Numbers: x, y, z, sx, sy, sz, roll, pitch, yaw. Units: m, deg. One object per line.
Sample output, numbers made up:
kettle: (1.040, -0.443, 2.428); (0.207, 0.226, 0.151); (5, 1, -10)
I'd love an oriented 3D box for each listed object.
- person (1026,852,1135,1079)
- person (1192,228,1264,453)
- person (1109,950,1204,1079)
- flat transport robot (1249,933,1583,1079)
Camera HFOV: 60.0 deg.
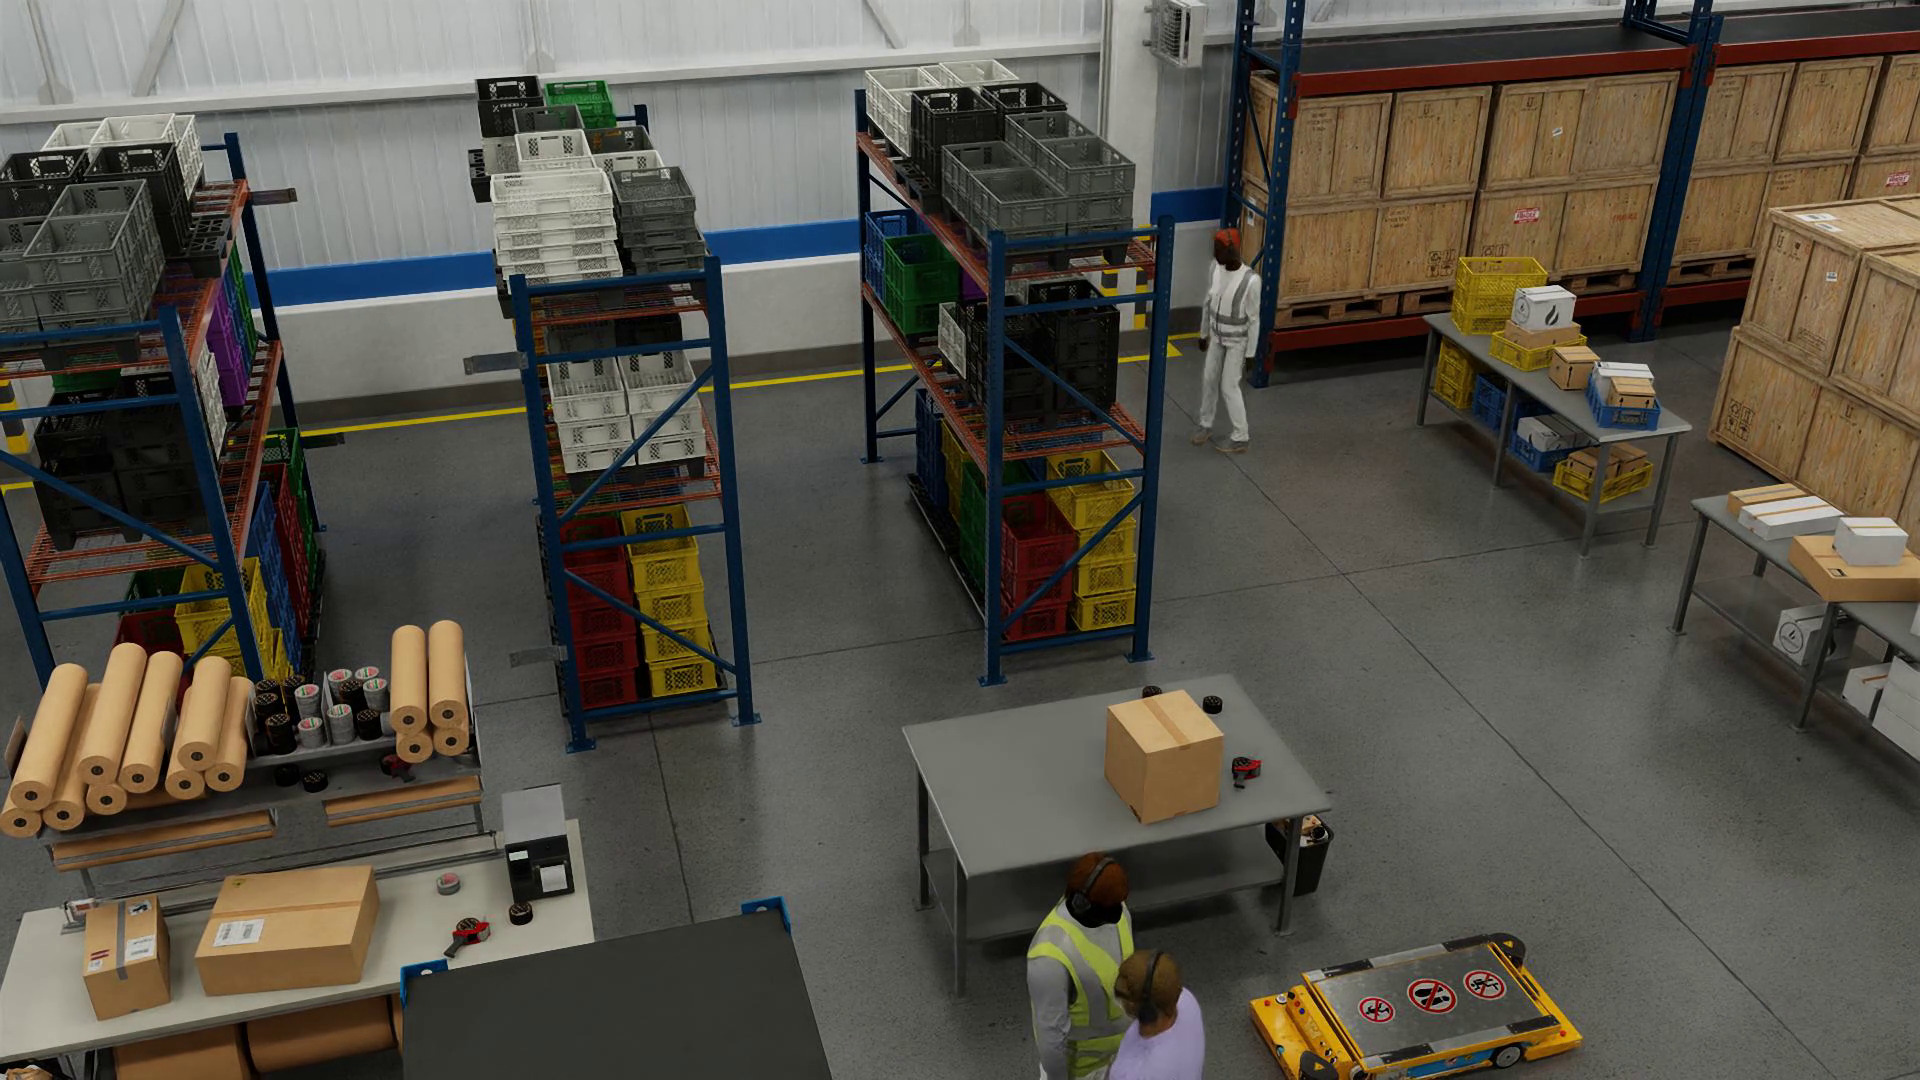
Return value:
person: (0.514, 2.033, 6.822); (0.429, 1.837, 0.621); (14, 32, 24)
person: (2.154, -1.609, 13.421); (0.406, 1.865, 0.607); (-16, 33, -27)
person: (0.704, 2.311, 6.227); (0.371, 1.928, 0.634); (9, 30, 17)
flat transport robot: (2.184, 2.282, 7.980); (1.431, 0.197, 0.652); (-8, 30, -14)
